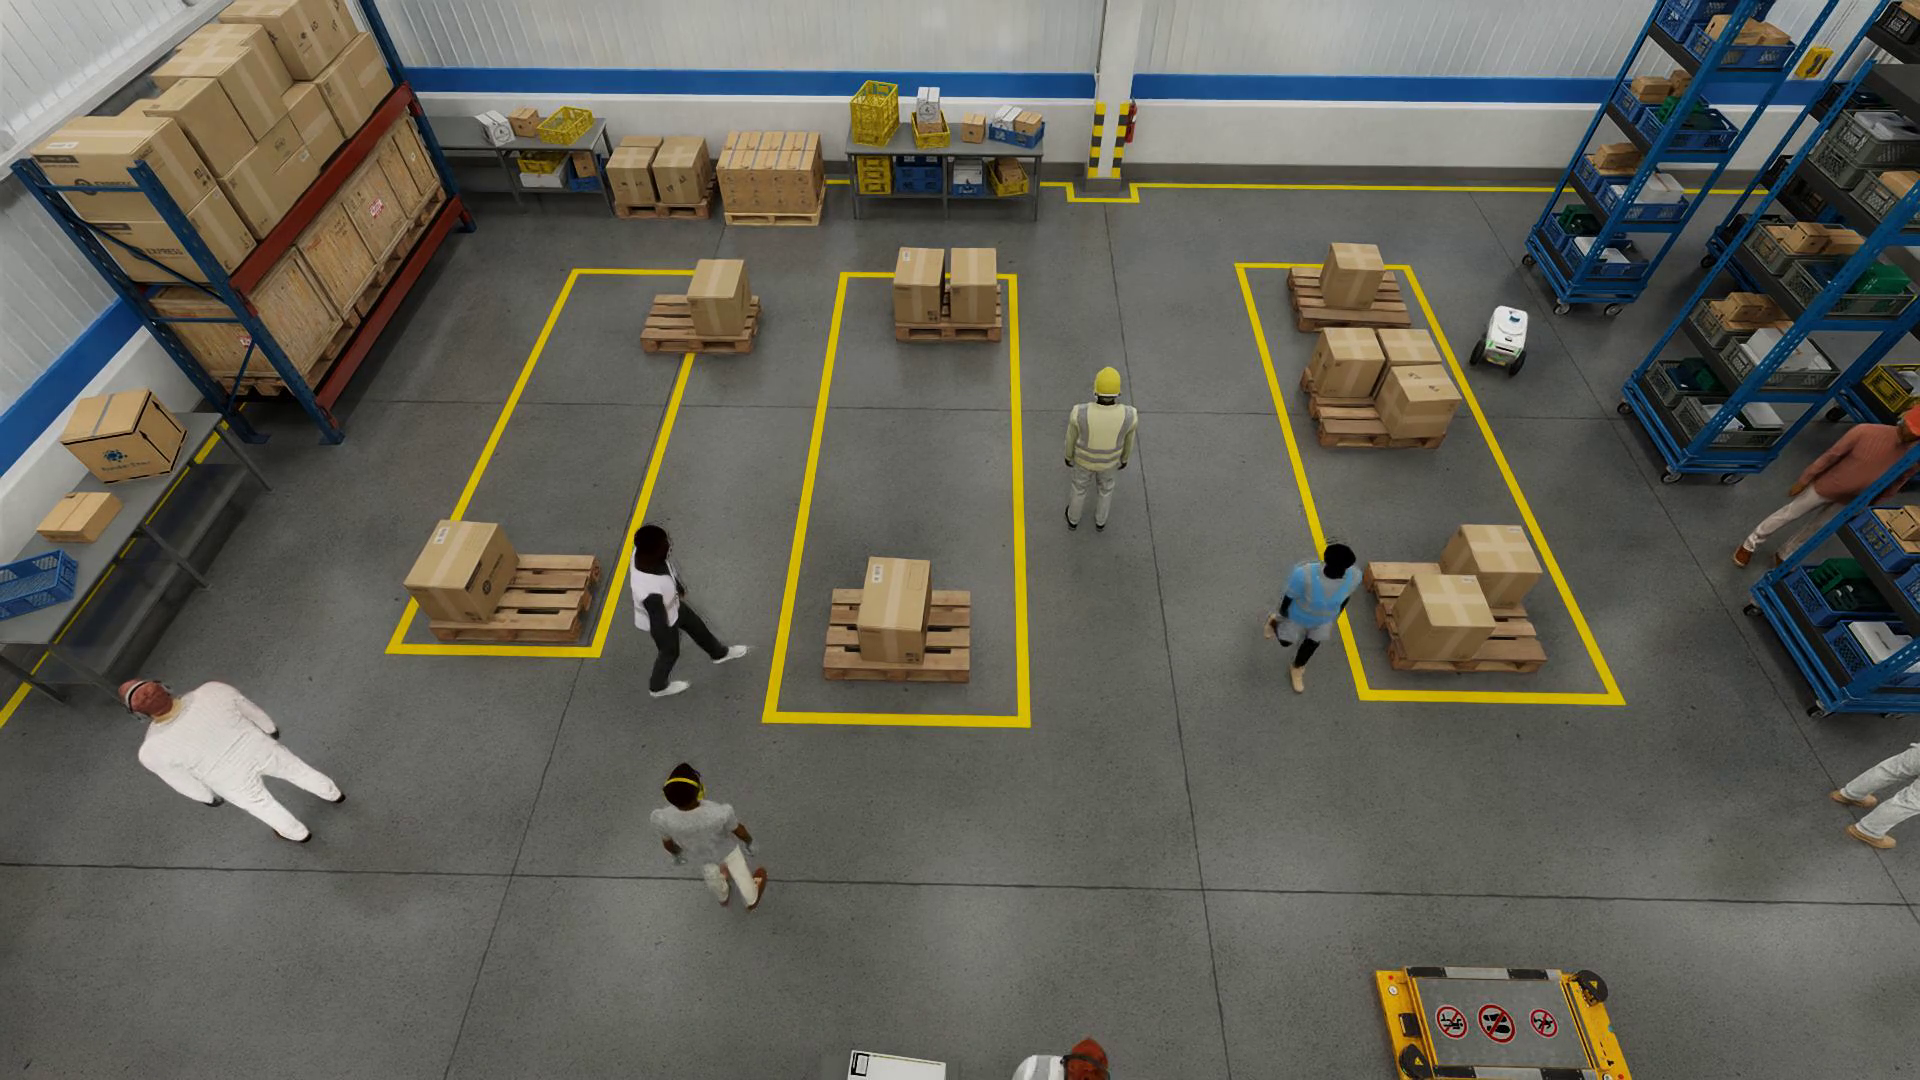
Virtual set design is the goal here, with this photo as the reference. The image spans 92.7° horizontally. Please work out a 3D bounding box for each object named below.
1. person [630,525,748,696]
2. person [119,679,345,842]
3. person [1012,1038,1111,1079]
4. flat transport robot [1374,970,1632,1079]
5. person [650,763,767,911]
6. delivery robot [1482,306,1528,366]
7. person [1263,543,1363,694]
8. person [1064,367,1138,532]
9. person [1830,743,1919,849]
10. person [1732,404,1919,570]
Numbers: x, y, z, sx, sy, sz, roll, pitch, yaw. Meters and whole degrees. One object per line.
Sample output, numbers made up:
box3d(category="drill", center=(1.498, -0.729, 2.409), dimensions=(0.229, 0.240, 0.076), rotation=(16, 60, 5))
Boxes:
box3d(category="person", center=(-2.180, 0.543, 7.004), dimensions=(0.745, 1.891, 0.621), rotation=(-12, 52, -10))
box3d(category="person", center=(-4.936, 1.482, 6.220), dimensions=(0.399, 1.900, 0.651), rotation=(17, 53, 14))
box3d(category="person", center=(0.528, 3.118, 4.916), dimensions=(0.583, 1.858, 0.888), rotation=(16, 53, 13))
box3d(category="flat transport robot", center=(3.501, 3.133, 5.914), dimensions=(1.431, 0.197, 0.652), rotation=(1, 51, 1))
box3d(category="person", center=(-1.584, 1.937, 5.869), dimensions=(0.533, 1.867, 0.331), rotation=(-5, 51, -4))
box3d(category="delivery robot", center=(6.013, -2.278, 10.084), dimensions=(0.477, 0.478, 0.707), rotation=(20, 54, 16))
box3d(category="person", center=(2.724, 0.513, 7.145), dimensions=(0.542, 1.674, 0.565), rotation=(2, 51, 2))
box3d(category="person", center=(1.213, -0.766, 8.100), dimensions=(0.595, 1.824, 0.404), rotation=(1, 51, 1))
box3d(category="person", center=(6.783, 1.511, 6.230), dimensions=(0.429, 1.844, 0.621), rotation=(11, 52, 9))
box3d(category="person", center=(7.404, -0.403, 7.694), dimensions=(0.623, 1.989, 0.400), rotation=(21, 54, 16))
